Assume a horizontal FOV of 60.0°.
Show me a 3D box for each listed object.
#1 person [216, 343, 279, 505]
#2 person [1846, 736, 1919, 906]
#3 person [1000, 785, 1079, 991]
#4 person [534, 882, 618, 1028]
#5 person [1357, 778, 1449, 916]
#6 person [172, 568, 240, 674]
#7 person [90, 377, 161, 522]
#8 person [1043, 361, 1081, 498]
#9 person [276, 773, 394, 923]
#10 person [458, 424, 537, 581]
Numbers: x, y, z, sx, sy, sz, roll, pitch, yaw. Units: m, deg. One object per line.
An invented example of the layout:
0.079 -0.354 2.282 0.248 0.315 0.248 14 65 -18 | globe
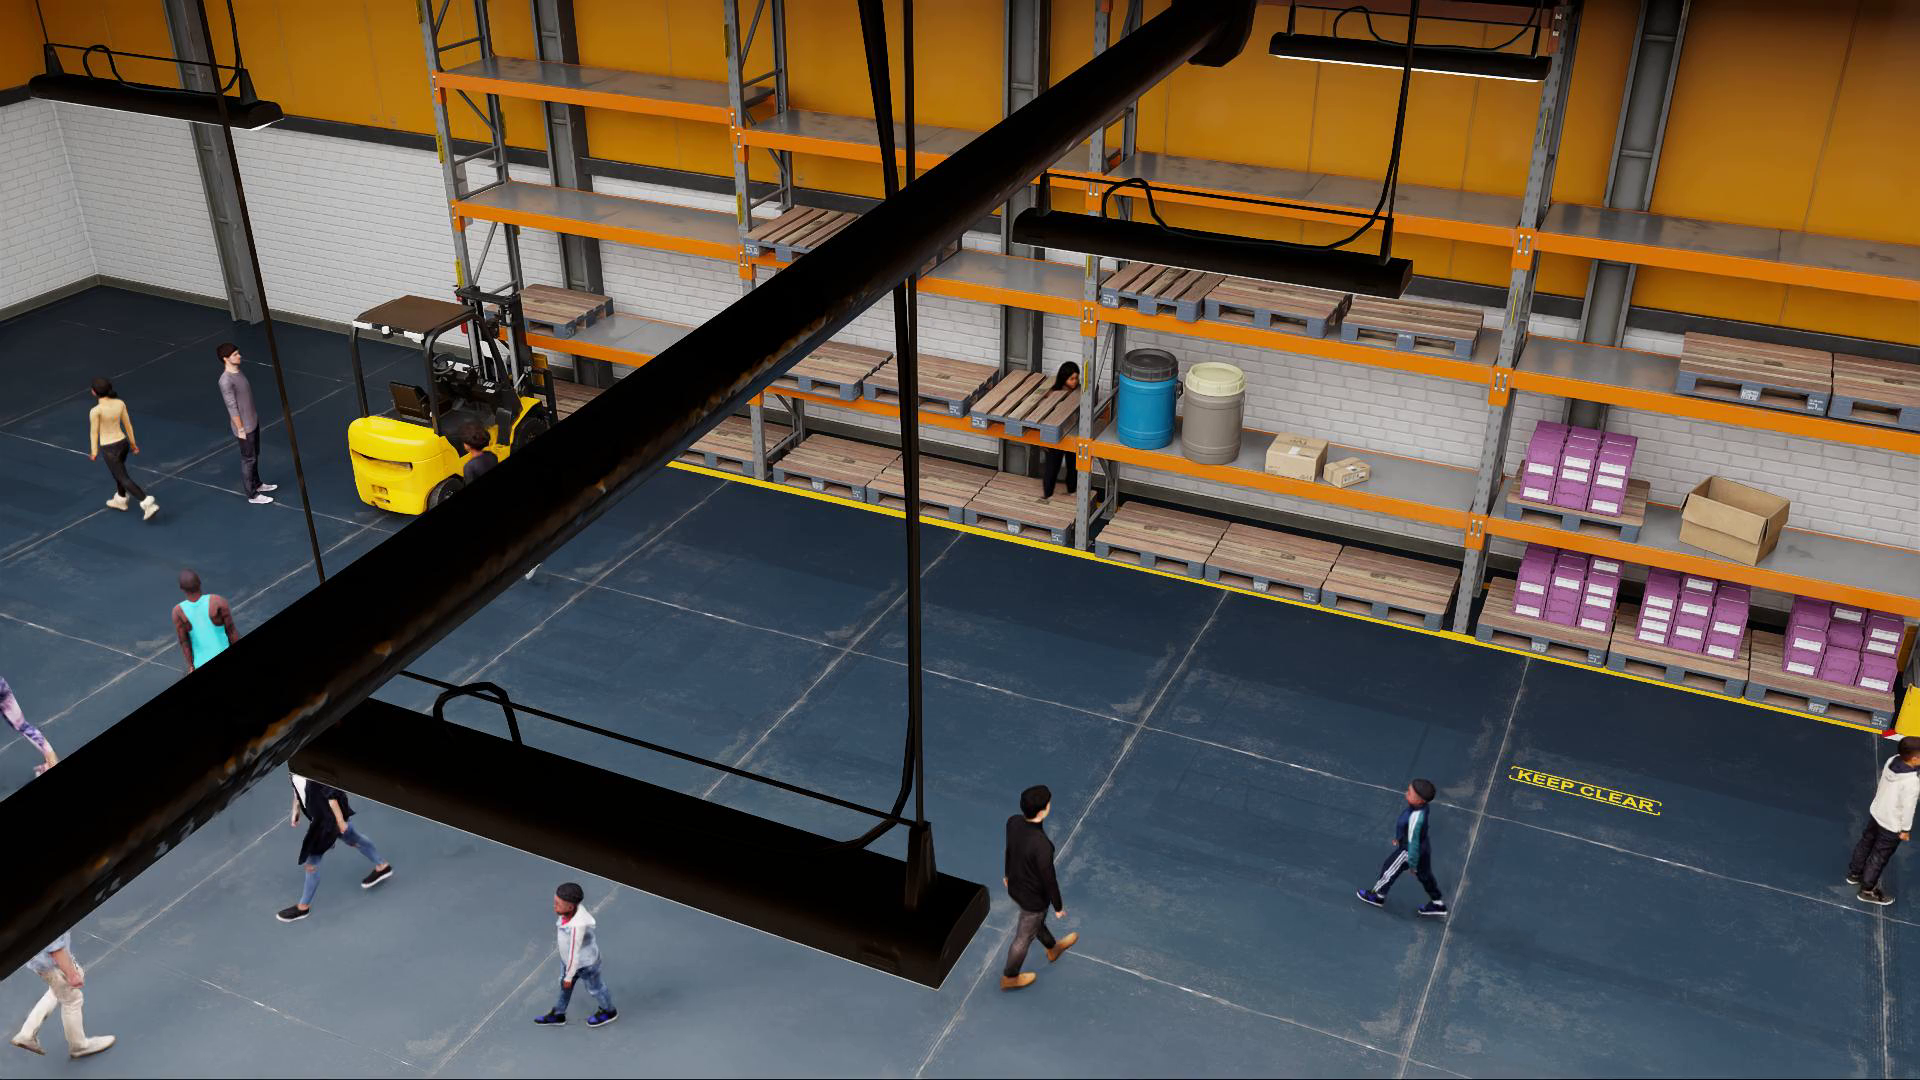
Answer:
-7.993 -1.323 18.546 0.759 1.854 0.747 -5 29 -9 | person
7.083 2.101 12.686 0.631 1.453 0.650 0 29 1 | person
0.431 2.485 11.723 1.045 1.703 1.019 -13 31 -23 | person
-2.564 2.870 11.501 0.816 1.237 0.788 -14 32 -24 | person
3.467 2.327 12.506 0.906 1.229 0.531 15 32 25 | person
-6.370 1.078 14.208 0.982 1.791 1.027 -9 30 -16 | person
-9.149 -0.973 18.136 1.093 1.632 0.626 11 30 19 | person
1.146 -1.125 18.226 0.774 1.813 0.831 -11 30 -19 | person
-4.709 2.051 12.596 1.028 1.628 1.169 -22 36 -35 | person
-4.733 -0.331 16.824 1.029 1.761 0.673 10 30 18 | person
